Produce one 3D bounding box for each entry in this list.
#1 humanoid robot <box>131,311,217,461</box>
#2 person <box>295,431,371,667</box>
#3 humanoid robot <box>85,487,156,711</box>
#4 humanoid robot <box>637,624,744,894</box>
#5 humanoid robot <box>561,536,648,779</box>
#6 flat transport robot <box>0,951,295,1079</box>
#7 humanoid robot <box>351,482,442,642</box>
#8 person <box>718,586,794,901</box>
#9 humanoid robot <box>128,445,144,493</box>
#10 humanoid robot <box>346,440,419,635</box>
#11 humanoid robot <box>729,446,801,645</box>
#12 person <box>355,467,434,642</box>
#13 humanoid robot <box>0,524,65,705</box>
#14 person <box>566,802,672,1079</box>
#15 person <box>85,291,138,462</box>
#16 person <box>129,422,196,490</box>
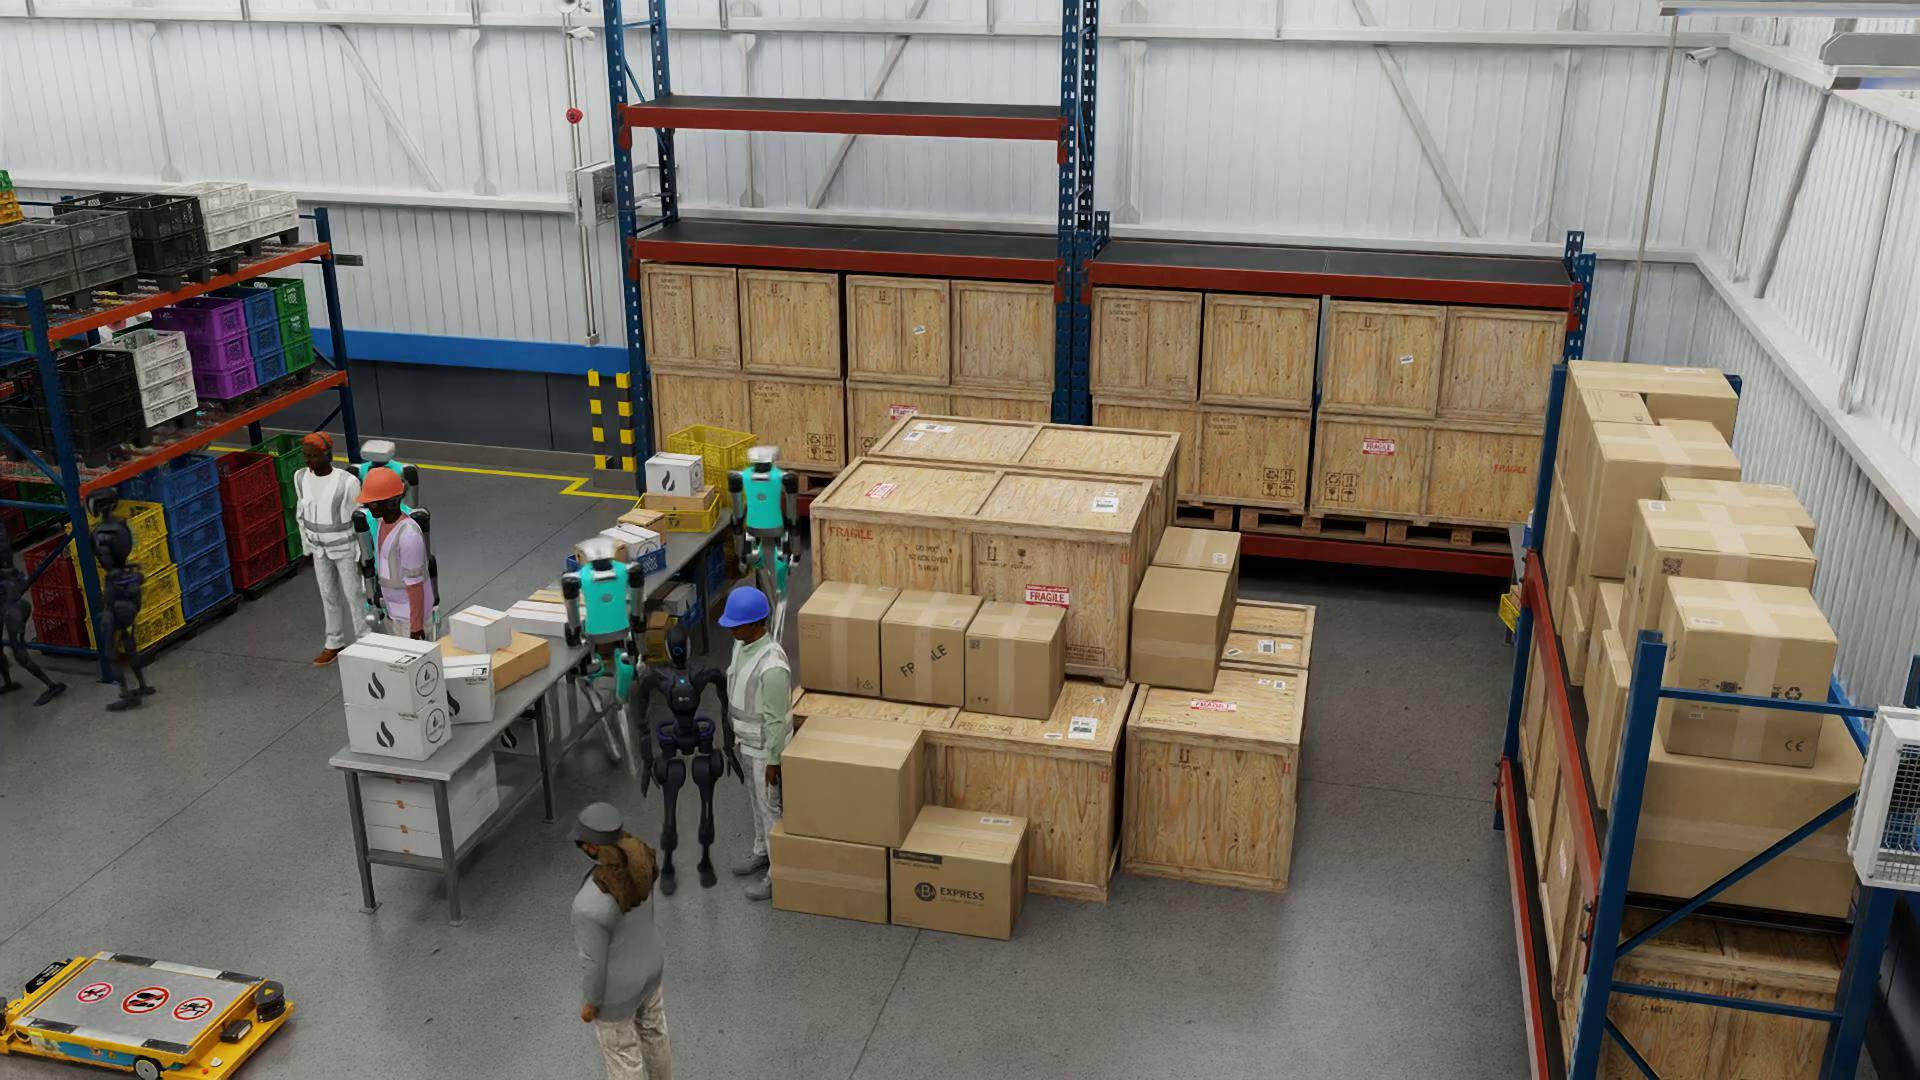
[{"bbox_3d":[-7.776,-1.470,16.671,0.736,1.681,0.531,2,21,6],"label":"humanoid robot"},{"bbox_3d":[-4.727,0.085,12.563,0.574,1.882,0.362,7,22,17],"label":"person"},{"bbox_3d":[-6.094,0.401,12.010,0.367,1.647,0.598,-6,22,-16],"label":"humanoid robot"},{"bbox_3d":[-1.577,1.270,9.743,0.599,1.657,0.331,-5,21,-13],"label":"humanoid robot"},{"bbox_3d":[-2.374,0.743,11.058,0.530,1.785,0.805,-9,23,-22],"label":"humanoid robot"},{"bbox_3d":[-4.270,2.464,8.601,1.431,0.231,0.659,5,22,13],"label":"flat transport robot"},{"bbox_3d":[-3.967,0.304,12.007,0.533,1.677,0.735,0,21,0],"label":"humanoid robot"},{"bbox_3d":[-1.169,1.160,9.677,0.412,1.939,0.602,-10,23,-23],"label":"person"},{"bbox_3d":[-7.635,-1.027,15.795,0.590,1.640,0.667,17,27,38],"label":"humanoid robot"},{"bbox_3d":[-4.327,0.154,12.504,0.545,1.752,0.679,-2,21,-5],"label":"humanoid robot"},{"bbox_3d":[-1.468,0.041,12.923,0.537,1.759,1.035,1,21,2],"label":"humanoid robot"},{"bbox_3d":[-3.807,0.470,11.357,0.414,2.034,0.601,-14,25,-33],"label":"person"},{"bbox_3d":[-6.905,0.398,12.029,0.600,1.635,0.396,12,24,29],"label":"humanoid robot"},{"bbox_3d":[-1.566,2.007,7.699,0.404,1.763,0.563,8,22,20],"label":"person"},{"bbox_3d":[-8.726,-1.720,17.355,0.404,1.832,0.597,17,27,37],"label":"person"},{"bbox_3d":[-7.079,-0.710,14.758,0.625,1.807,0.842,-1,21,-3],"label":"person"}]
